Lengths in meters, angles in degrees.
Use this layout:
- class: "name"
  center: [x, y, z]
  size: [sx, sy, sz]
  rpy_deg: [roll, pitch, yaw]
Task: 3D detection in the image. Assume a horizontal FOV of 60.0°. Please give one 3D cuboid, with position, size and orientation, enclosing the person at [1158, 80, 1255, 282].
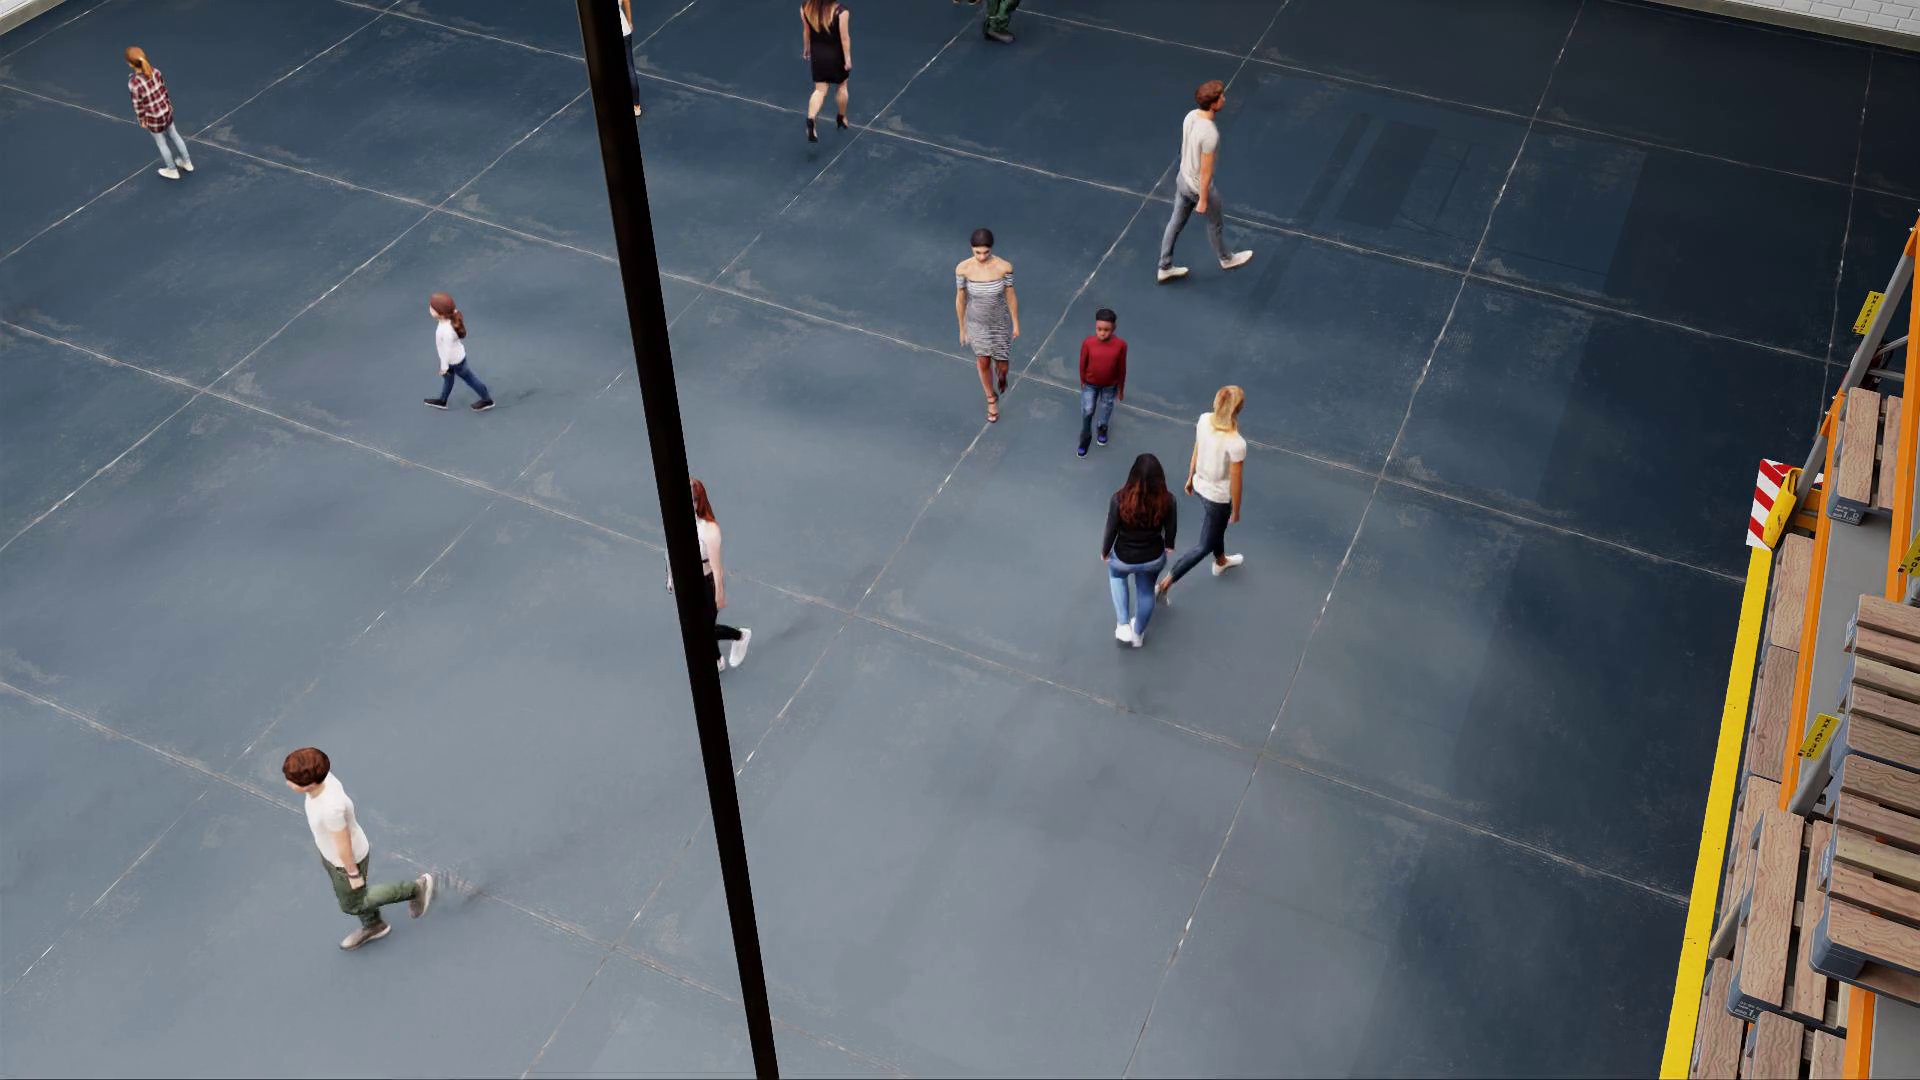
- class: "person"
  center: [1.915, -2.979, 14.029]
  size: [1.184, 1.865, 1.119]
  rpy_deg: [-15, 46, -15]

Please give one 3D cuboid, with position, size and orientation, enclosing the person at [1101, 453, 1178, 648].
- class: "person"
  center: [1.178, 0.142, 10.926]
  size: [0.759, 1.627, 0.775]
  rpy_deg: [-1, 44, -1]

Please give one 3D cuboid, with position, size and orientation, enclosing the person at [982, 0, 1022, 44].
- class: "person"
  center: [0.331, -6.045, 17.277]
  size: [0.857, 1.823, 0.741]
  rpy_deg: [3, 44, 3]

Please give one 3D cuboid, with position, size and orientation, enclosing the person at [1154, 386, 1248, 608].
- class: "person"
  center: [1.638, -0.255, 11.235]
  size: [1.212, 1.774, 1.048]
  rpy_deg: [-21, 48, -21]

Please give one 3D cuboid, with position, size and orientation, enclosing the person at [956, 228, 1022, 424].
- class: "person"
  center: [0.221, -1.691, 12.724]
  size: [0.783, 1.801, 0.853]
  rpy_deg: [0, 44, 0]

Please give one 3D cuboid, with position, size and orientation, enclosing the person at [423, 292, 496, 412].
- class: "person"
  center: [-3.891, -1.449, 12.988]
  size: [0.792, 1.086, 0.741]
  rpy_deg: [-13, 45, -13]

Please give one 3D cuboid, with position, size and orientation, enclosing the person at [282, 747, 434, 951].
- class: "person"
  center: [-3.355, 1.704, 9.274]
  size: [0.925, 1.643, 0.792]
  rpy_deg: [-27, 50, -25]

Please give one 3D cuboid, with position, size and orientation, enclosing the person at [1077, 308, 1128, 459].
- class: "person"
  center: [1.089, -1.267, 12.681]
  size: [0.604, 1.244, 0.687]
  rpy_deg: [3, 44, 3]

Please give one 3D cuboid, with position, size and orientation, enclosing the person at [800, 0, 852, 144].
- class: "person"
  center: [-1.278, -4.538, 15.788]
  size: [0.704, 1.695, 1.002]
  rpy_deg: [14, 45, 14]

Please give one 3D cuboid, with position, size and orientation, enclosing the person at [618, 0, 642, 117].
- class: "person"
  center: [-3.353, -4.910, 16.113]
  size: [0.628, 1.785, 0.737]
  rpy_deg: [-26, 49, -24]

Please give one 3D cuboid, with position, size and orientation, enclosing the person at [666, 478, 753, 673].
- class: "person"
  center: [-1.609, 0.240, 10.746]
  size: [0.705, 1.733, 0.790]
  rpy_deg: [34, 53, 30]

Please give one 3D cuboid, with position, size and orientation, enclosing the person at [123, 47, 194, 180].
- class: "person"
  center: [-7.484, -3.988, 15.493]
  size: [0.593, 1.307, 0.463]
  rpy_deg: [20, 47, 20]
